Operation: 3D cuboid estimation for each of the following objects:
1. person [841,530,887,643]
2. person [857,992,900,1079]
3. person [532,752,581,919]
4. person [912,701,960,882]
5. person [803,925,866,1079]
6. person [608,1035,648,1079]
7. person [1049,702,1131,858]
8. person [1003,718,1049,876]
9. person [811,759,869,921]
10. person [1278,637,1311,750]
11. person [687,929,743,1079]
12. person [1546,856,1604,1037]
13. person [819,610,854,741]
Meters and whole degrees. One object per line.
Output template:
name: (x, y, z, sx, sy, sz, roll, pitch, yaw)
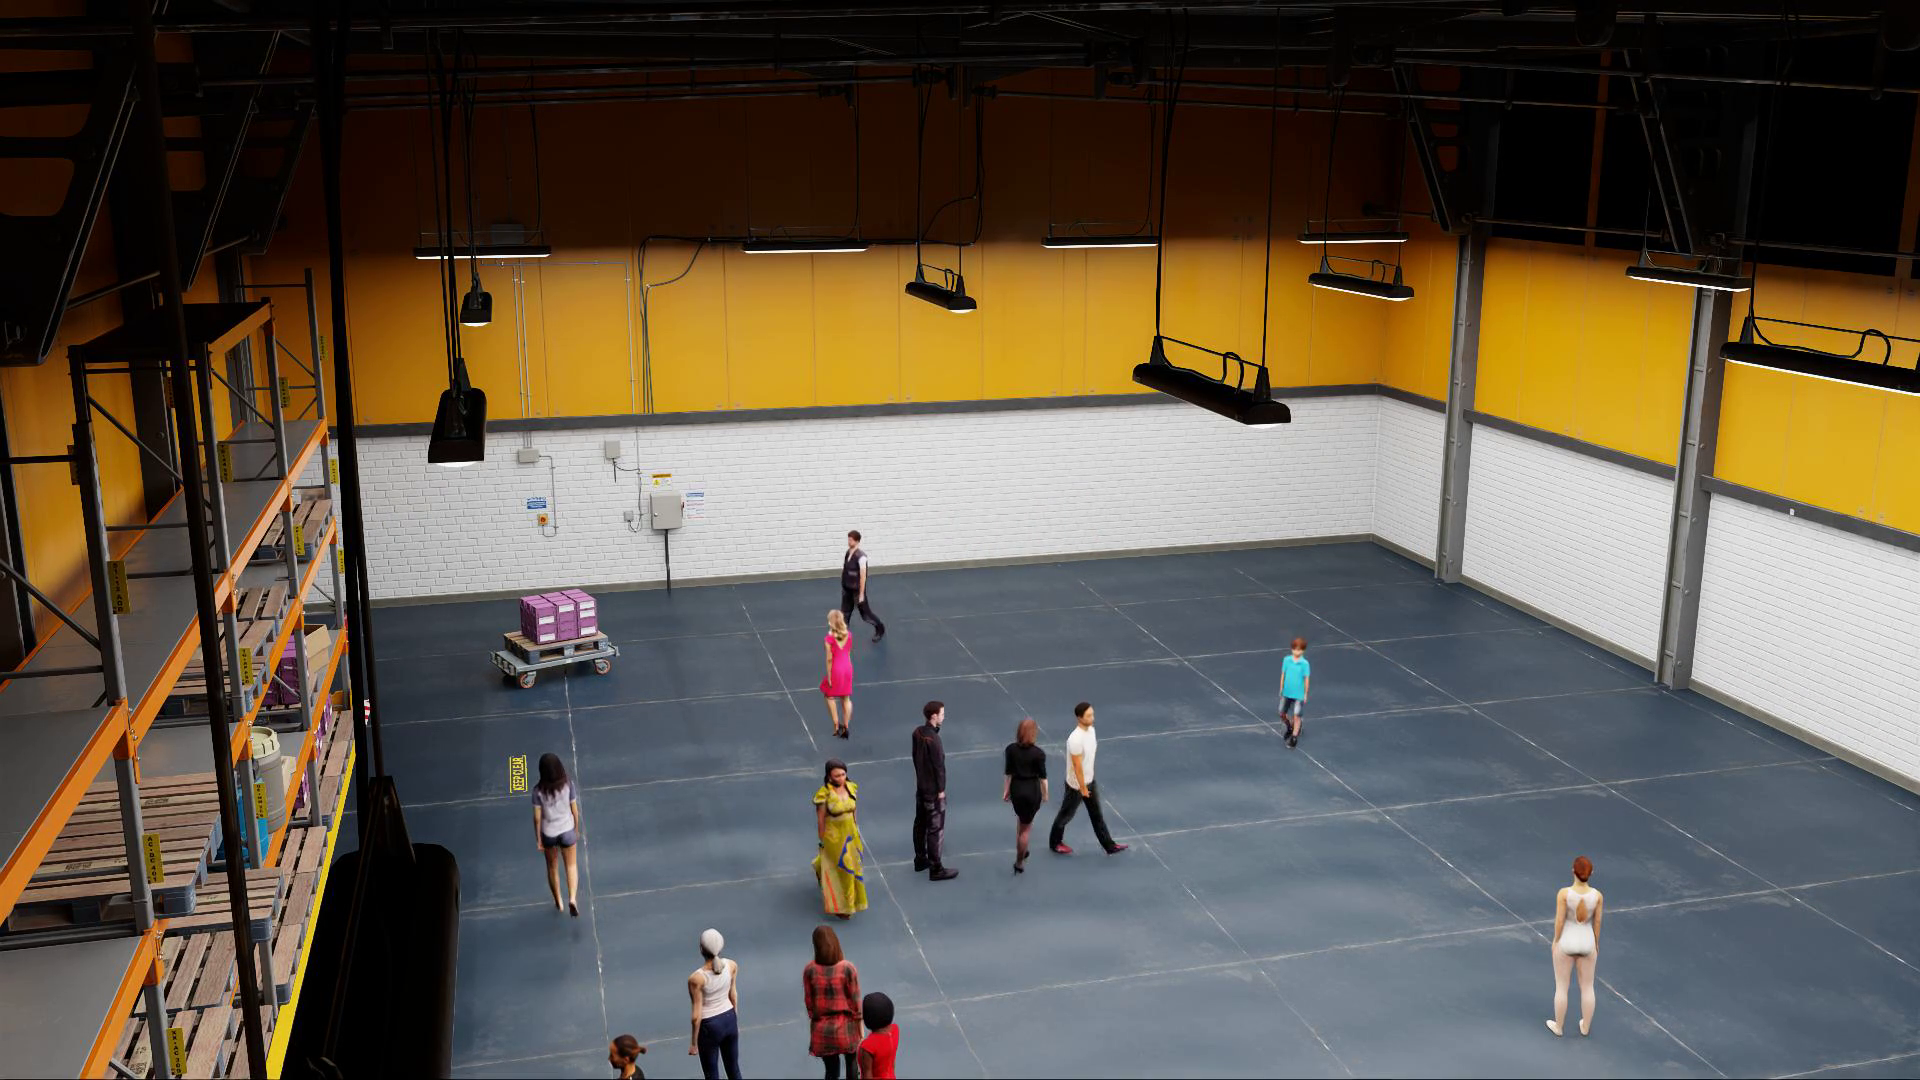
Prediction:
person: (-1.511, 0.757, 25.311, 1.072, 1.809, 1.235, -12, 18, -40)
person: (-0.565, 4.039, 11.897, 0.703, 1.743, 0.644, 8, 16, 29)
person: (-3.963, 2.949, 16.460, 0.651, 1.715, 0.928, -5, 15, -21)
person: (-0.302, 2.606, 17.459, 0.802, 1.910, 0.616, -7, 15, -28)
person: (-0.999, 3.838, 12.885, 0.765, 1.670, 0.771, 3, 14, 13)
person: (-2.241, 4.176, 11.491, 0.644, 1.668, 0.463, -3, 14, -12)
person: (1.198, 2.592, 17.844, 1.182, 1.757, 1.122, 7, 15, 28)
person: (0.650, 2.720, 17.460, 0.825, 1.688, 0.898, 6, 15, 23)
person: (-1.269, 2.948, 16.623, 1.239, 1.640, 1.096, 13, 19, 43)
person: (4.295, 1.922, 21.272, 0.694, 1.445, 0.753, 9, 16, 34)
person: (-1.883, 3.818, 12.900, 0.676, 1.701, 0.685, -12, 18, -41)
person: (5.313, 3.498, 14.342, 0.601, 1.643, 0.576, 1, 14, 4)
person: (-1.499, 1.750, 21.406, 0.668, 1.718, 0.702, -10, 17, -34)
